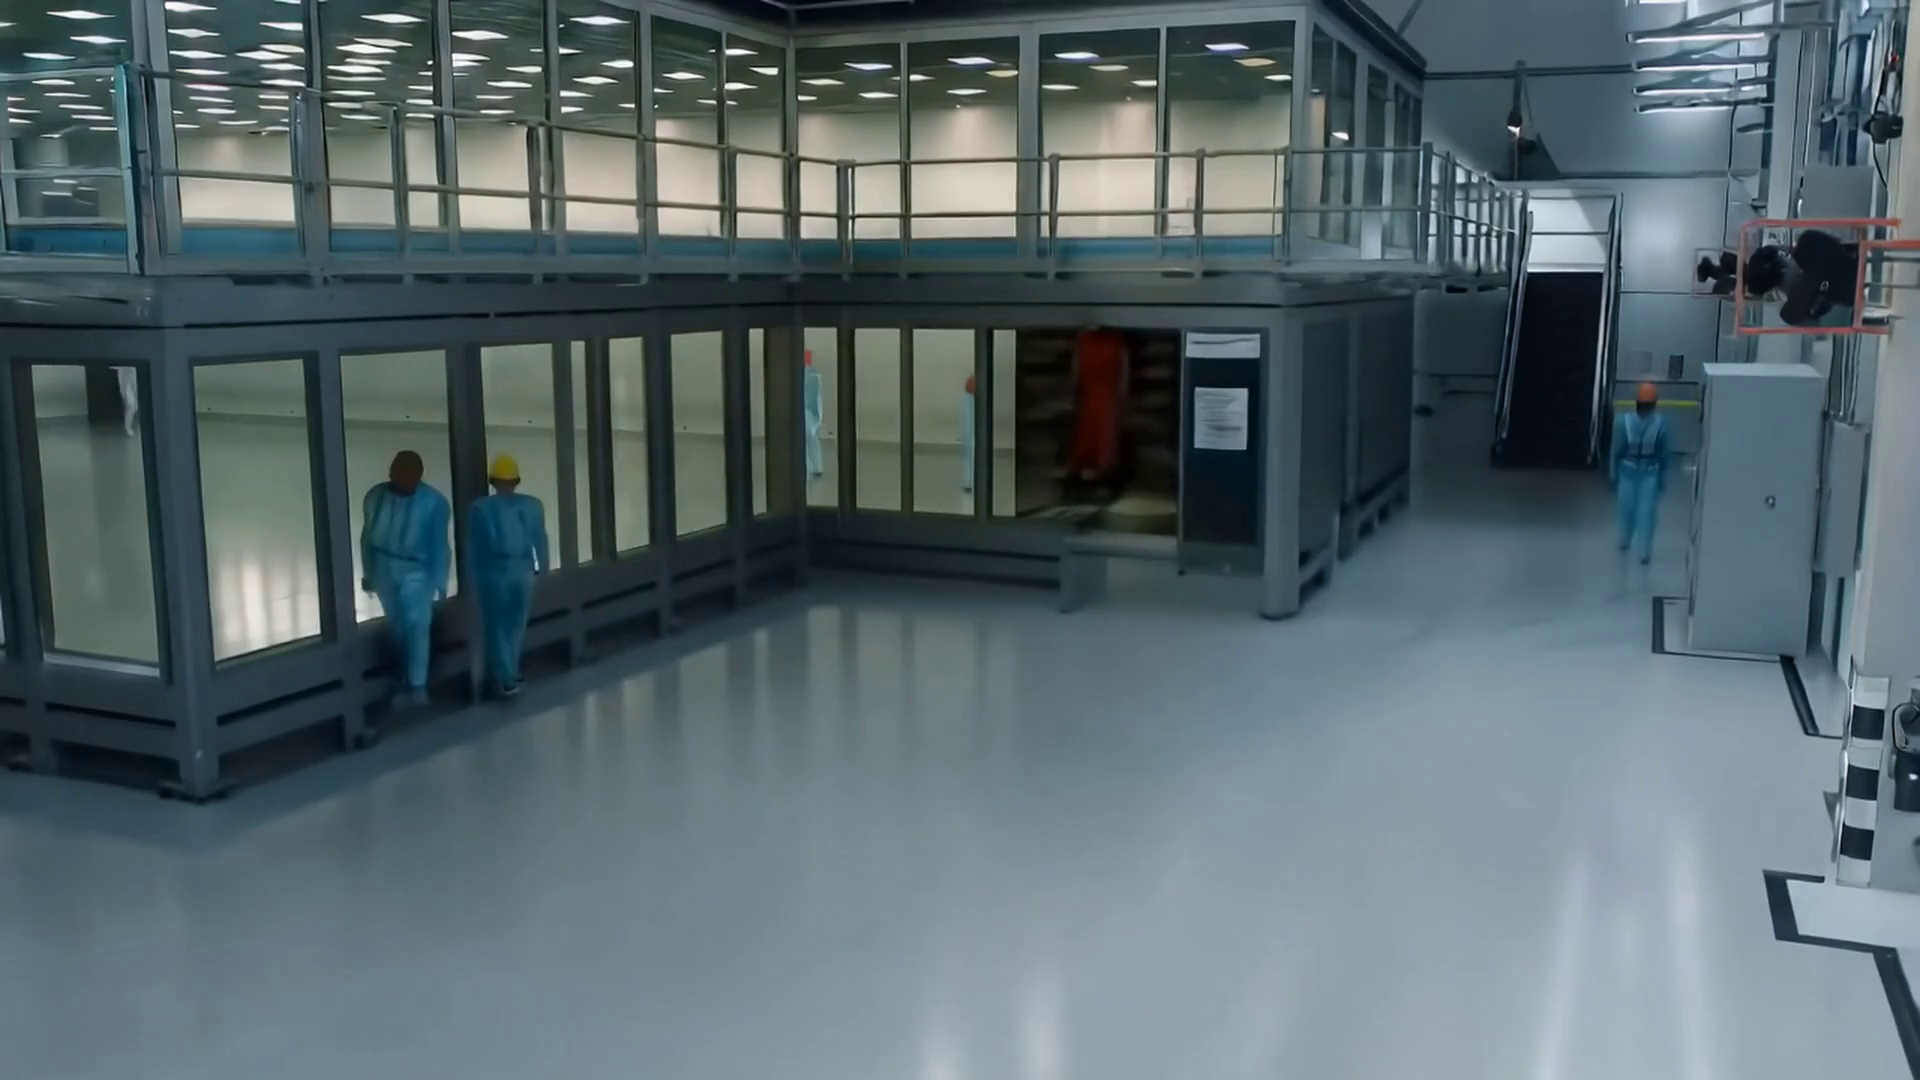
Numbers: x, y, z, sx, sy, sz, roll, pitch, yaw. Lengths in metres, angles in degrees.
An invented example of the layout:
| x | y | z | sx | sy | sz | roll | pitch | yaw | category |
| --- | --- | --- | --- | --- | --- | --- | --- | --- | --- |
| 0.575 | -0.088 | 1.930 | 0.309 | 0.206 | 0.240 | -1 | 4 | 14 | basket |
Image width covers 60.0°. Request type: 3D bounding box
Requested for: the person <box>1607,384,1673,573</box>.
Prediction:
| x | y | z | sx | sy | sz | roll | pitch | yaw | category |
| --- | --- | --- | --- | --- | --- | --- | --- | --- | --- |
| 7.012 | -0.670 | 17.184 | 0.594 | 1.914 | 0.960 | 4 | 10 | 25 | person |

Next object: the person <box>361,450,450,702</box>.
| x | y | z | sx | sy | sz | roll | pitch | yaw | category |
| --- | --- | --- | --- | --- | --- | --- | --- | --- | --- |
| -3.943 | 0.247 | 11.884 | 0.682 | 1.807 | 0.554 | 2 | 9 | 10 | person |

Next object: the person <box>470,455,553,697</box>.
| x | y | z | sx | sy | sz | roll | pitch | yaw | category |
| --- | --- | --- | --- | --- | --- | --- | --- | --- | --- |
| -3.225 | 0.257 | 12.032 | 0.535 | 1.730 | 0.850 | -5 | 11 | -30 | person |
